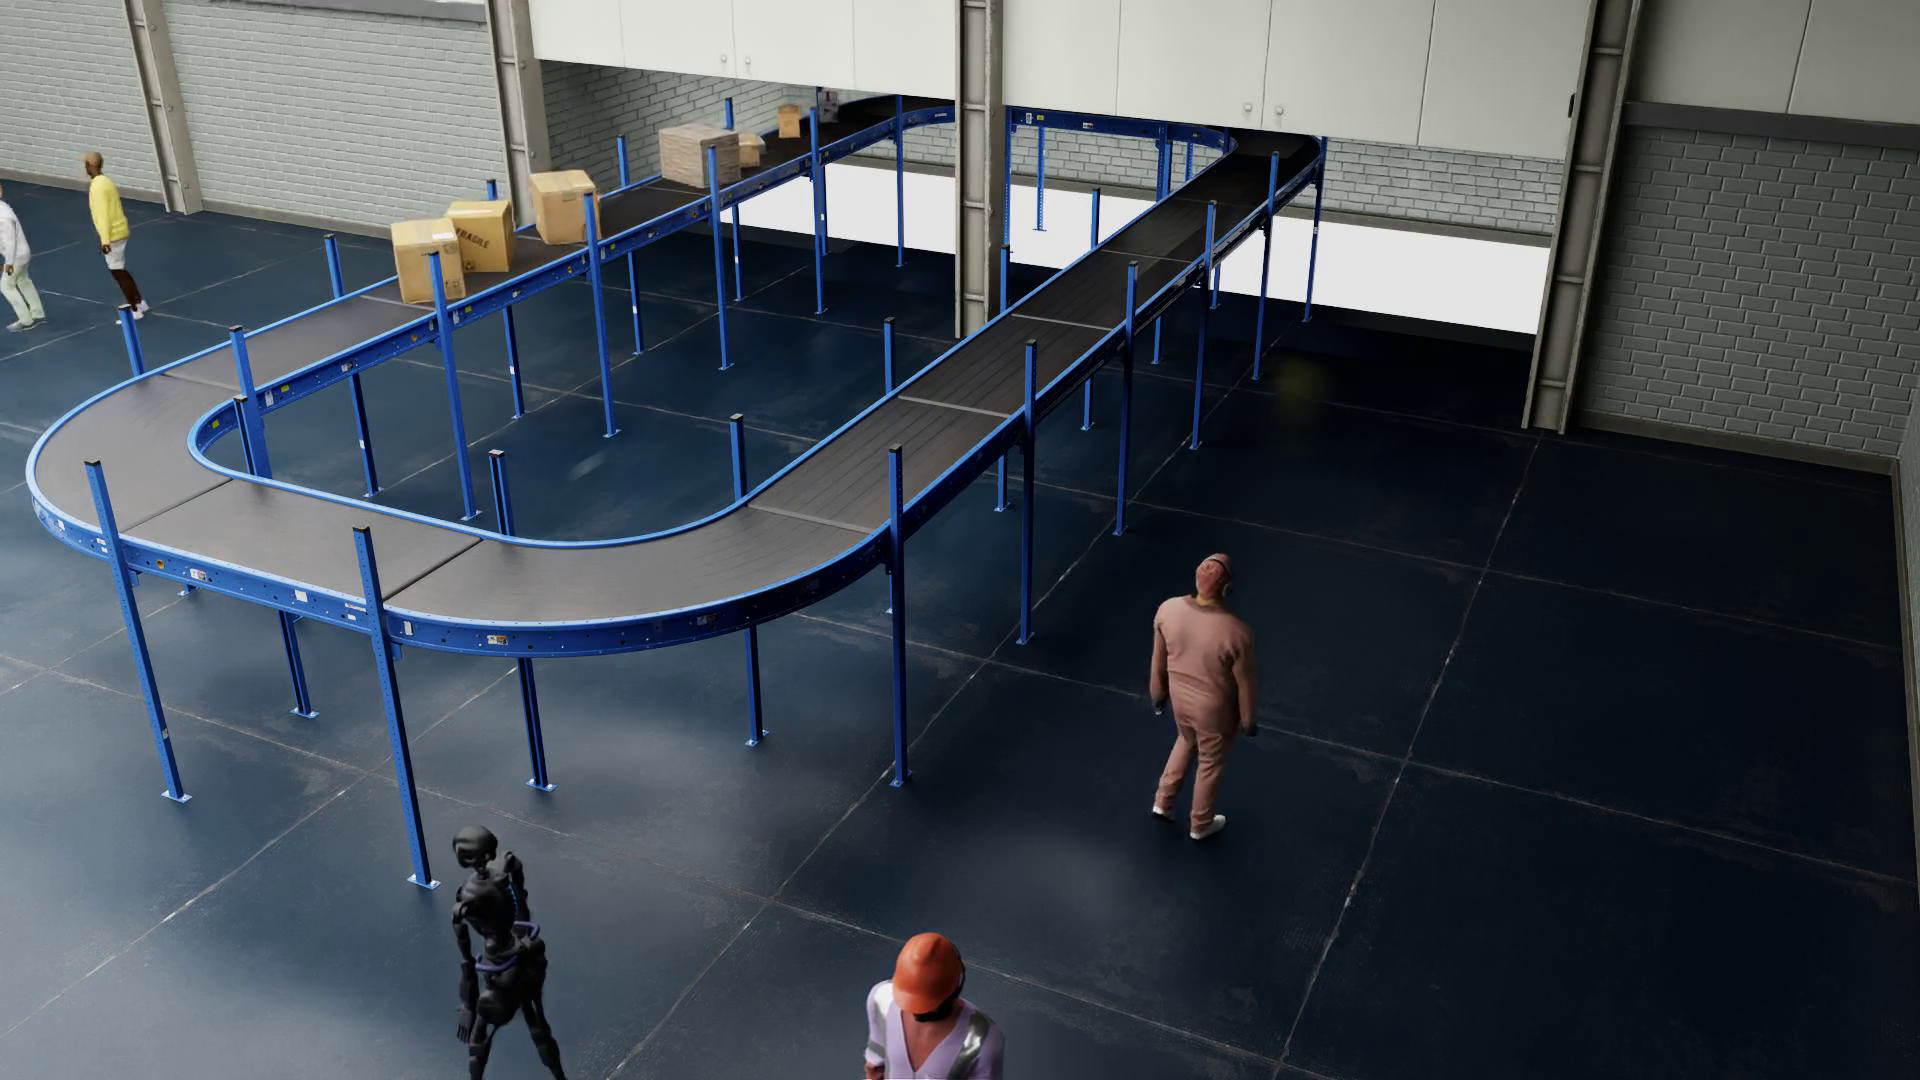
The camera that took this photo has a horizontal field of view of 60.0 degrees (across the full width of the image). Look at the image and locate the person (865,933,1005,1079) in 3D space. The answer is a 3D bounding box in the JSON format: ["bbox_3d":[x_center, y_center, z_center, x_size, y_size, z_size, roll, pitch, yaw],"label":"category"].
[{"bbox_3d":[-0.122,2.392,6.678,0.607,2.035,0.402,15,30,28],"label":"person"}]

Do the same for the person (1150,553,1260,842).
[{"bbox_3d":[1.449,0.945,9.745,0.657,1.890,0.437,23,34,38],"label":"person"}]

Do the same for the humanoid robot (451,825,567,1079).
[{"bbox_3d":[-2.192,2.022,7.841,0.703,1.630,0.603,8,28,16],"label":"humanoid robot"}]

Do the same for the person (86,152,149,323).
[{"bbox_3d":[-9.365,-3.343,18.439,0.367,1.877,0.616,-10,28,-18],"label":"person"}]

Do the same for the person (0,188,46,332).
[{"bbox_3d":[-10.345,-3.089,18.081,0.473,1.714,0.566,-16,31,-30],"label":"person"}]
